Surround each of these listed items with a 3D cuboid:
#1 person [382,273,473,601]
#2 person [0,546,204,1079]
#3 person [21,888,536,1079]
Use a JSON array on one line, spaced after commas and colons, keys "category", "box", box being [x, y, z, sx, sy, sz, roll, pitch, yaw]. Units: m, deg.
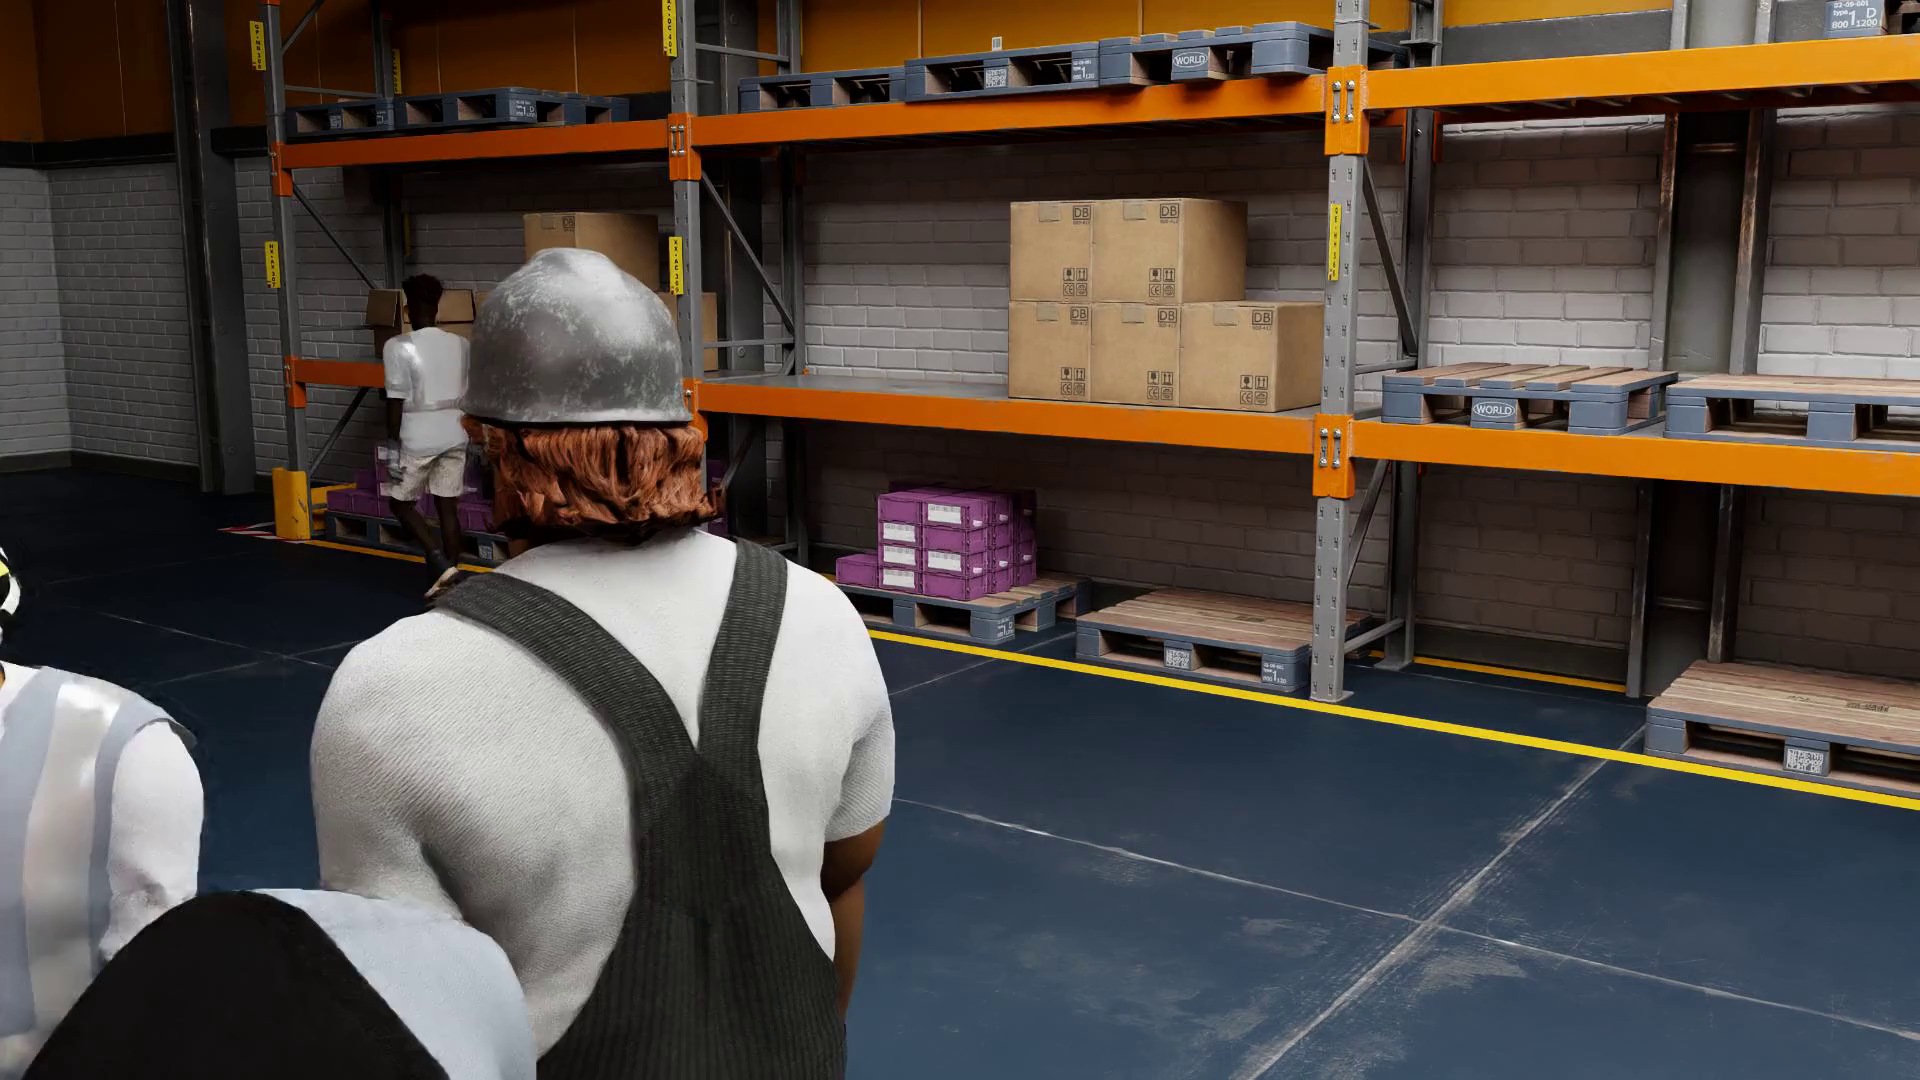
[{"category": "person", "box": [-3.102, -0.583, 9.770, 0.436, 1.948, 0.618, 8, 12, 39]}, {"category": "person", "box": [-1.250, 0.762, 2.210, 0.584, 1.805, 0.802, -1, 10, -6]}, {"category": "person", "box": [-0.447, 0.921, 0.958, 0.586, 1.906, 0.653, 8, 12, 40]}]
